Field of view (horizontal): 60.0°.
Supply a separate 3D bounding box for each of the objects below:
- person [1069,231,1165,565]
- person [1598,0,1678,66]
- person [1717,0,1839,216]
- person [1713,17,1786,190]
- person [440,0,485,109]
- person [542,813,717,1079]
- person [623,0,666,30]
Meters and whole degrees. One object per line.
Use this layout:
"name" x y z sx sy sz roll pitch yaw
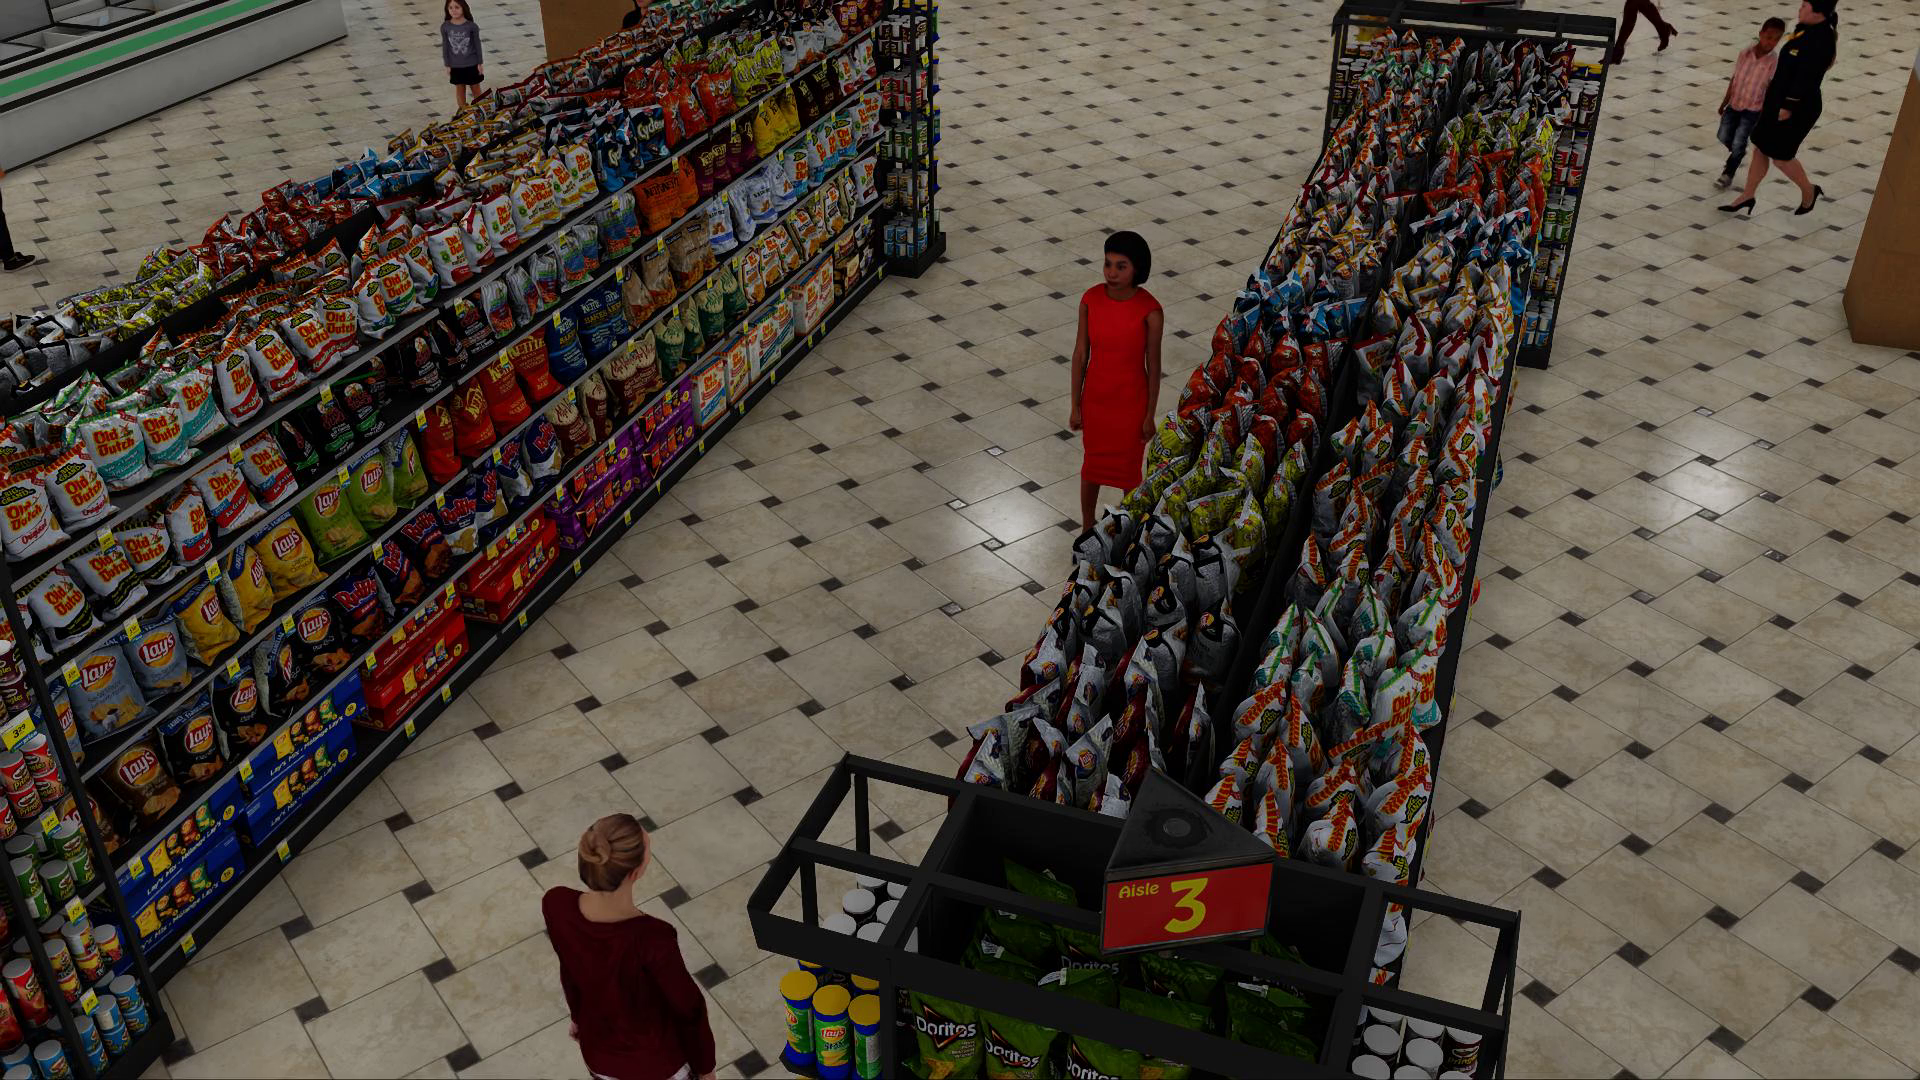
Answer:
"person" 0.746 -0.637 7.904 0.576 1.743 0.510 12 34 19
"person" 6.400 -5.235 15.353 1.079 1.680 1.099 -9 33 -14
"person" 6.016 -3.078 11.913 0.831 1.651 0.891 6 32 9
"person" 6.024 -3.335 12.665 0.794 1.293 0.695 -22 38 -31
"person" -4.167 -4.037 13.970 0.540 1.106 0.568 -6 32 -9
"person" -0.937 1.443 4.616 0.650 1.685 0.737 12 34 19
"person" -2.166 -3.183 11.907 0.645 1.837 0.538 9 33 14
